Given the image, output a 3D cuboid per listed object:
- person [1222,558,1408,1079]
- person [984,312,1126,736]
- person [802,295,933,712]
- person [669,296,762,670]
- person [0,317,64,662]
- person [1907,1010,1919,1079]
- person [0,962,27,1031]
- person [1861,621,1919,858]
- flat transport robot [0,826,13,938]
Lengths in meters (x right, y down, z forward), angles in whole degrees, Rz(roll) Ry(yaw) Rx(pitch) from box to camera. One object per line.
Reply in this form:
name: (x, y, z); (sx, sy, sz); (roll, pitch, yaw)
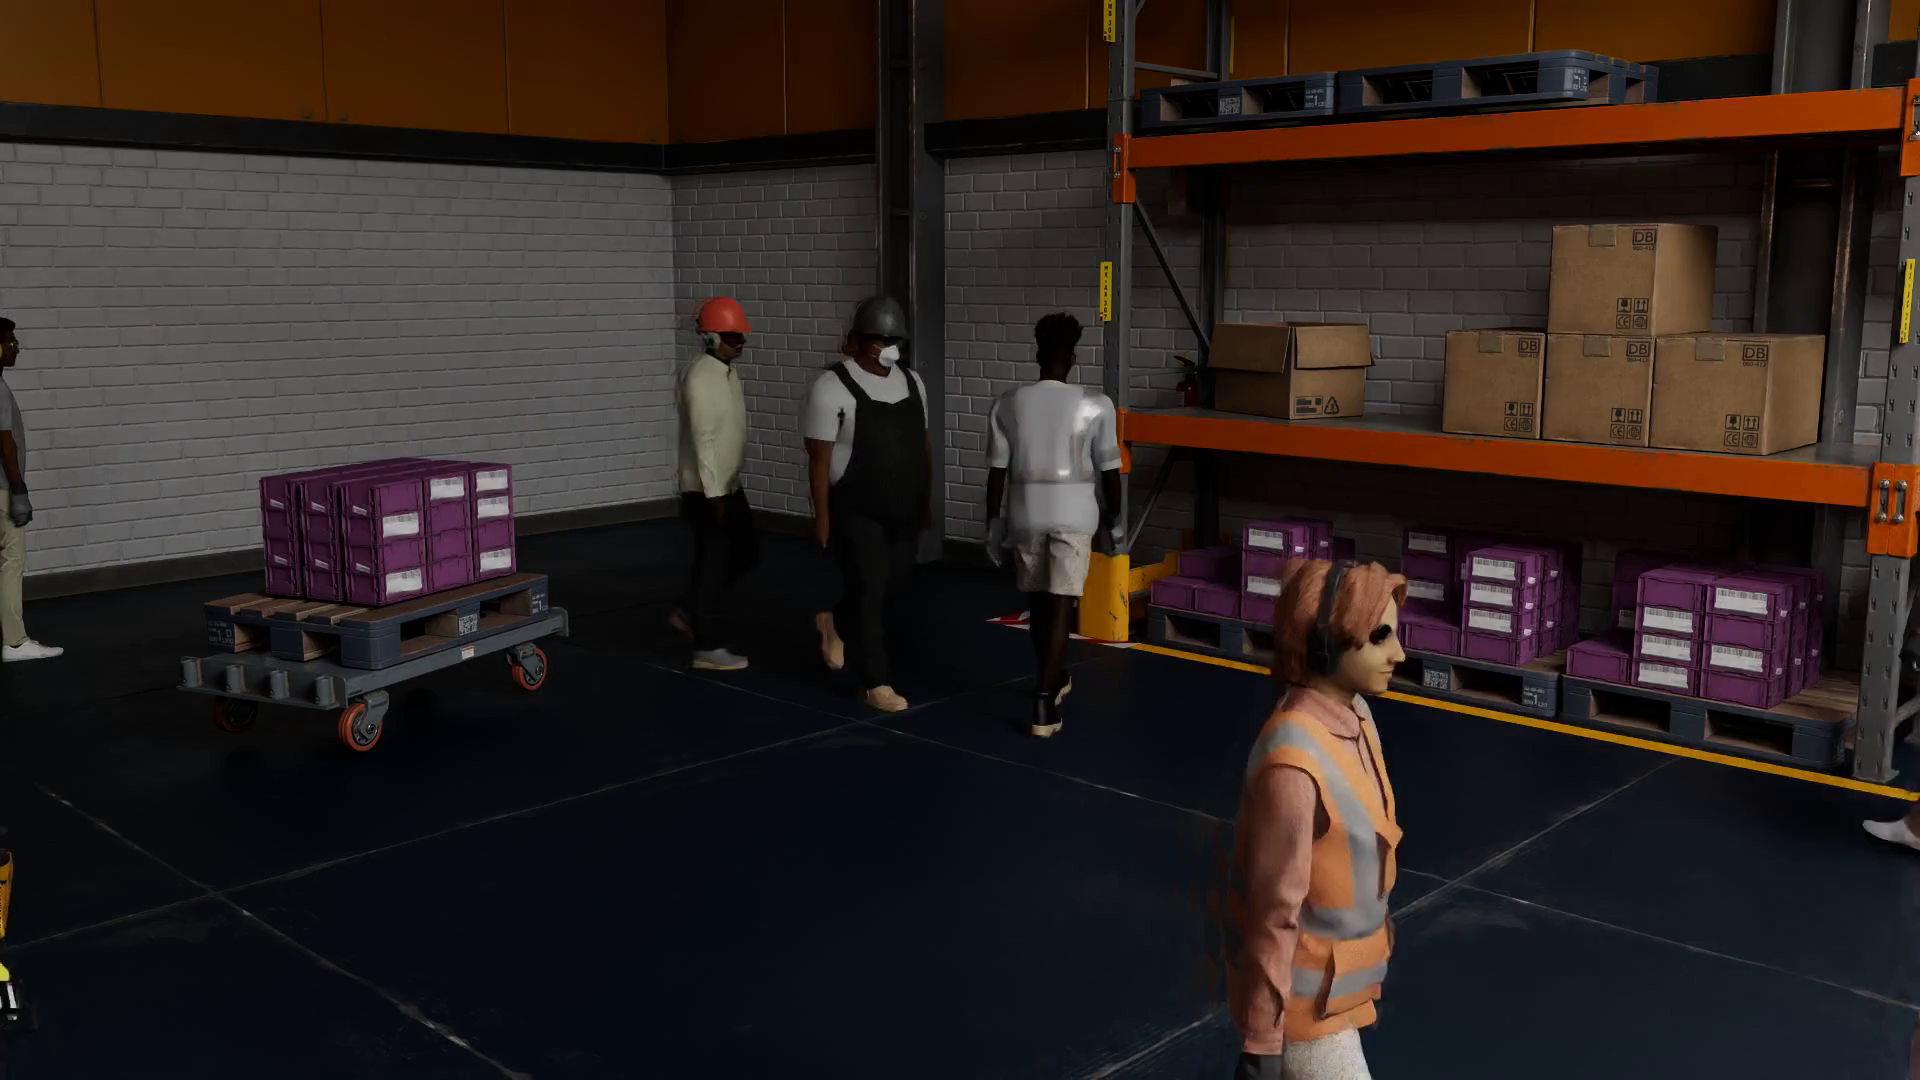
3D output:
person: (0.649, 0.835, 2.974); (0.370, 1.626, 0.516); (3, 10, 18)
person: (0.452, -0.096, 7.788); (0.621, 1.927, 0.883); (3, 10, 20)
person: (-0.484, -0.231, 8.229); (0.691, 2.000, 0.836); (-8, 12, -40)
person: (-1.280, -0.289, 8.773); (0.489, 1.977, 0.609); (3, 10, 15)
person: (-5.190, -0.272, 9.030); (0.535, 1.860, 0.314); (8, 12, 39)
person: (1.711, 0.811, 2.385); (0.976, 1.852, 0.676); (9, 13, 44)
person: (-0.724, 1.037, 1.192); (0.842, 1.806, 0.599); (7, 12, 38)
person: (3.438, 0.272, 5.667); (0.648, 1.878, 0.846); (-8, 12, -40)
flat transport robot: (-3.761, 1.157, 5.131); (1.431, 0.197, 0.652); (-5, 10, -27)
